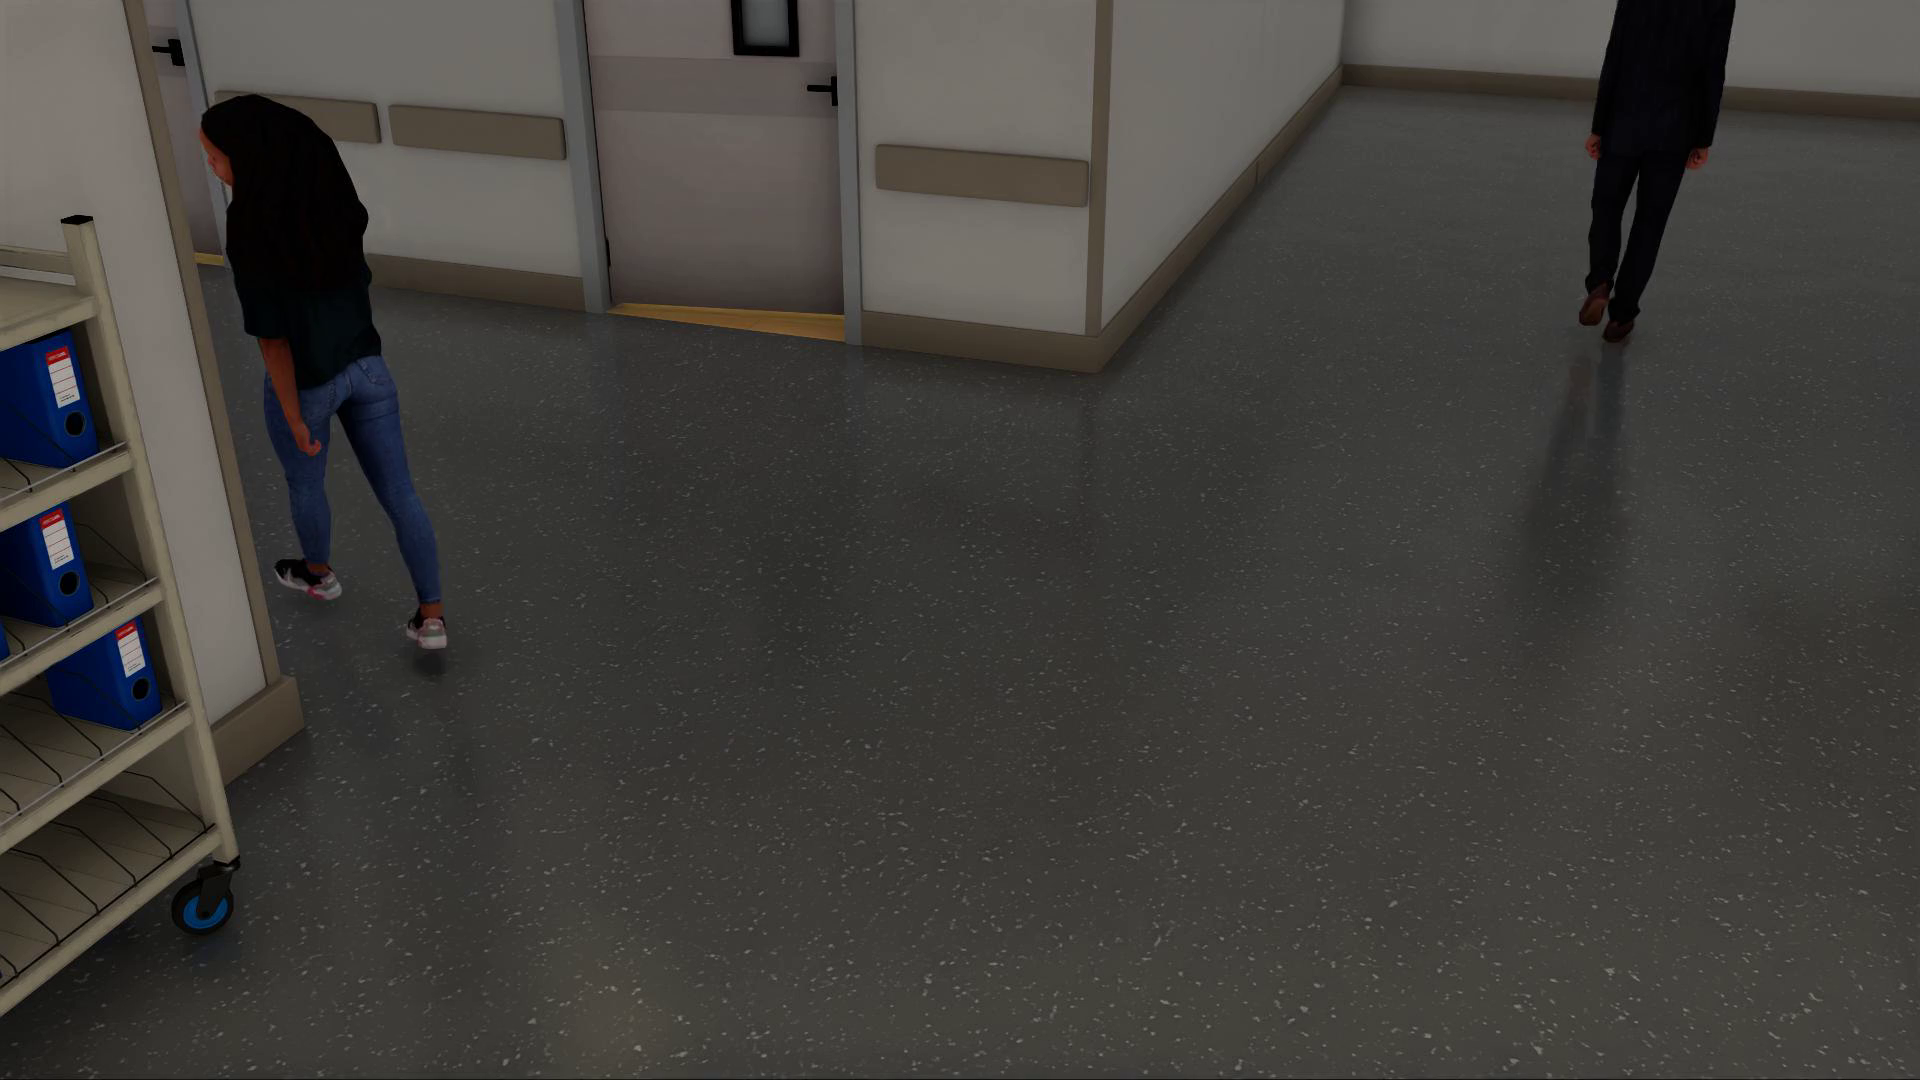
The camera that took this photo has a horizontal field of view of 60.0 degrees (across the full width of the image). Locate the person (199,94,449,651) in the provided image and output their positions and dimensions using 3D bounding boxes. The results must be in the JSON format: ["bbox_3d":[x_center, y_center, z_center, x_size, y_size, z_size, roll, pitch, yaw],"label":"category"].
[{"bbox_3d":[-1.713,-0.408,4.661,0.935,1.574,1.085,22,33,38],"label":"person"}]

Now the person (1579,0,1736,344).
[{"bbox_3d":[2.912,-1.722,7.055,0.724,1.861,0.792,14,29,26],"label":"person"}]
